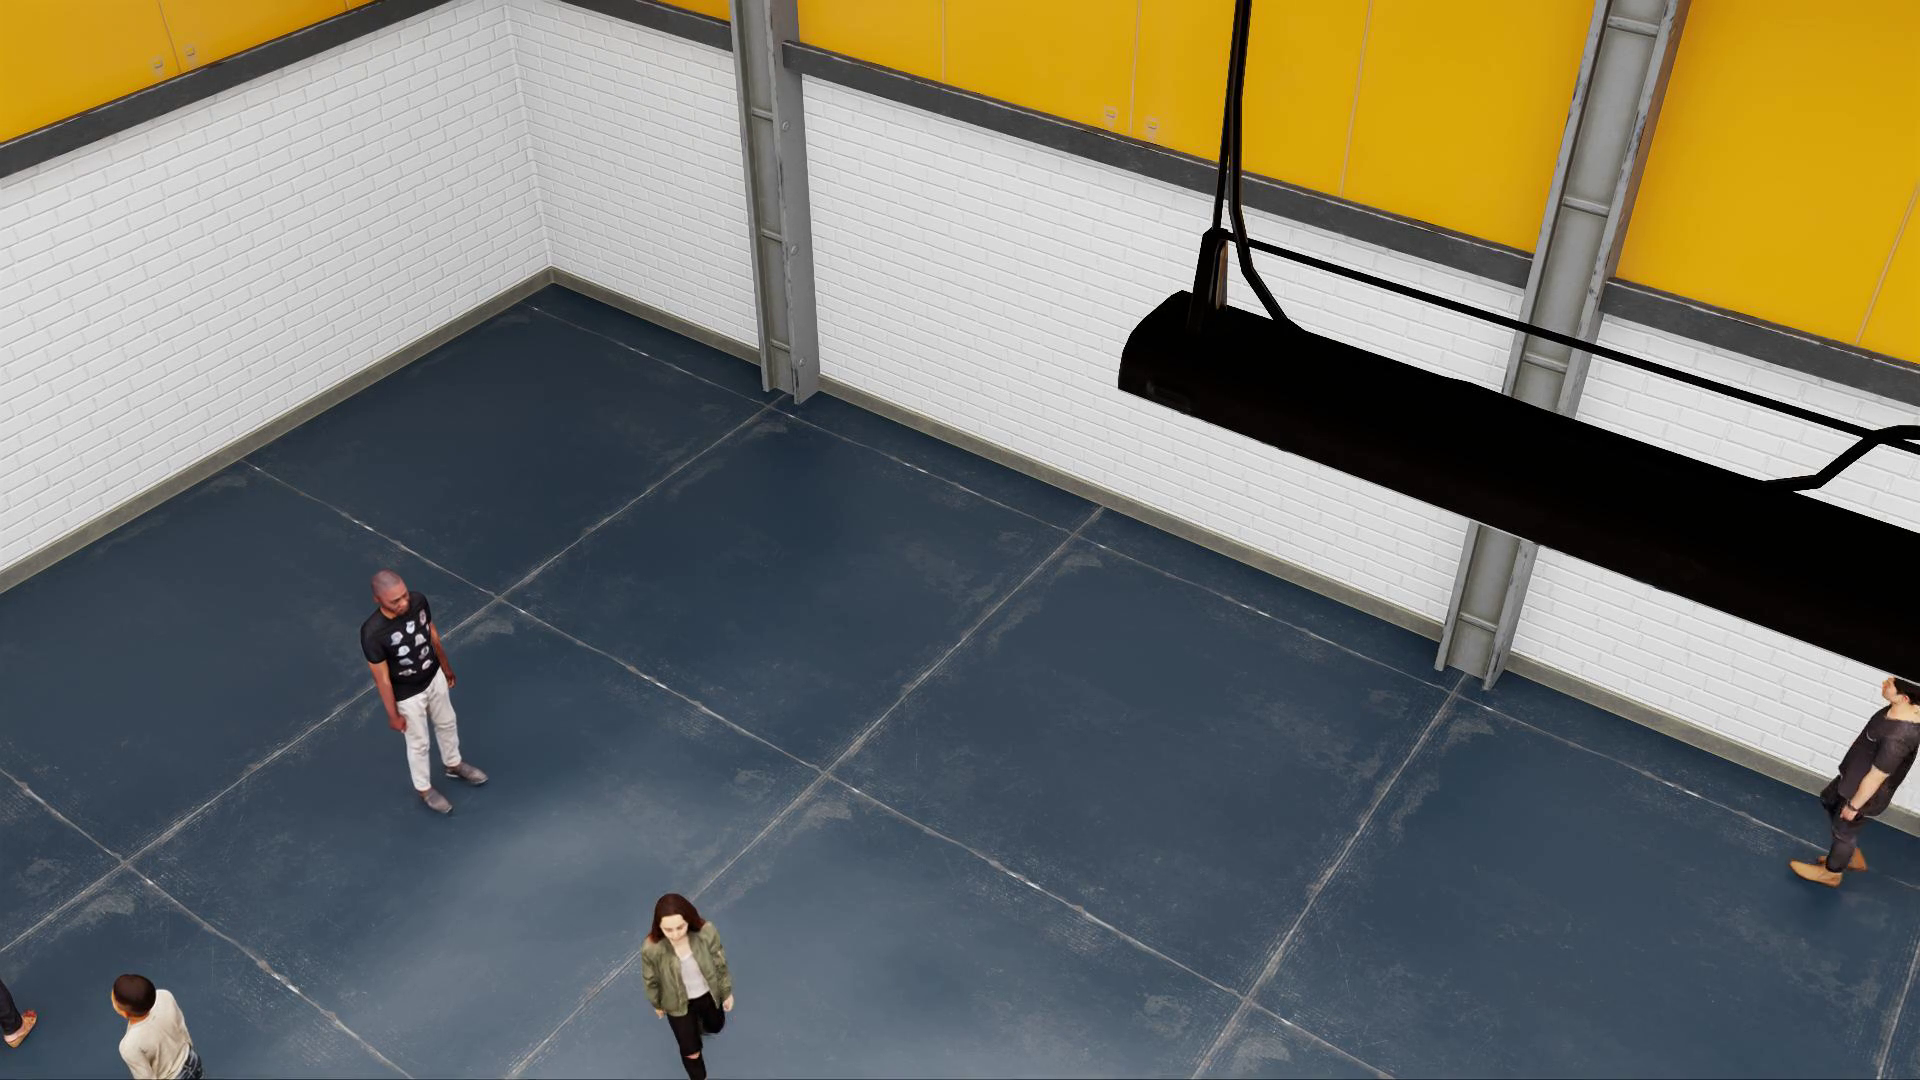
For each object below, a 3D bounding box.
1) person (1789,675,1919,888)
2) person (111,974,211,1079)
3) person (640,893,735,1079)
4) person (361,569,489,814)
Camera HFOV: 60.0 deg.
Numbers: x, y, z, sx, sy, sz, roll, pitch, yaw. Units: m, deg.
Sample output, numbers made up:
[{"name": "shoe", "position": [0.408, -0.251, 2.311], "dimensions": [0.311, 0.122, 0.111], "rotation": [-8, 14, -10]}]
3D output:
[{"name": "person", "position": [5.207, 1.374, 9.388], "dimensions": [0.608, 1.704, 0.650], "rotation": [21, 43, 25]}, {"name": "person", "position": [-3.816, 2.587, 8.061], "dimensions": [0.644, 1.464, 0.634], "rotation": [4, 39, 5]}, {"name": "person", "position": [-1.369, 2.268, 8.465], "dimensions": [0.865, 1.459, 0.995], "rotation": [-13, 40, -16]}, {"name": "person", "position": [-3.269, 0.865, 9.949], "dimensions": [0.642, 1.800, 0.690], "rotation": [19, 42, 22]}]
